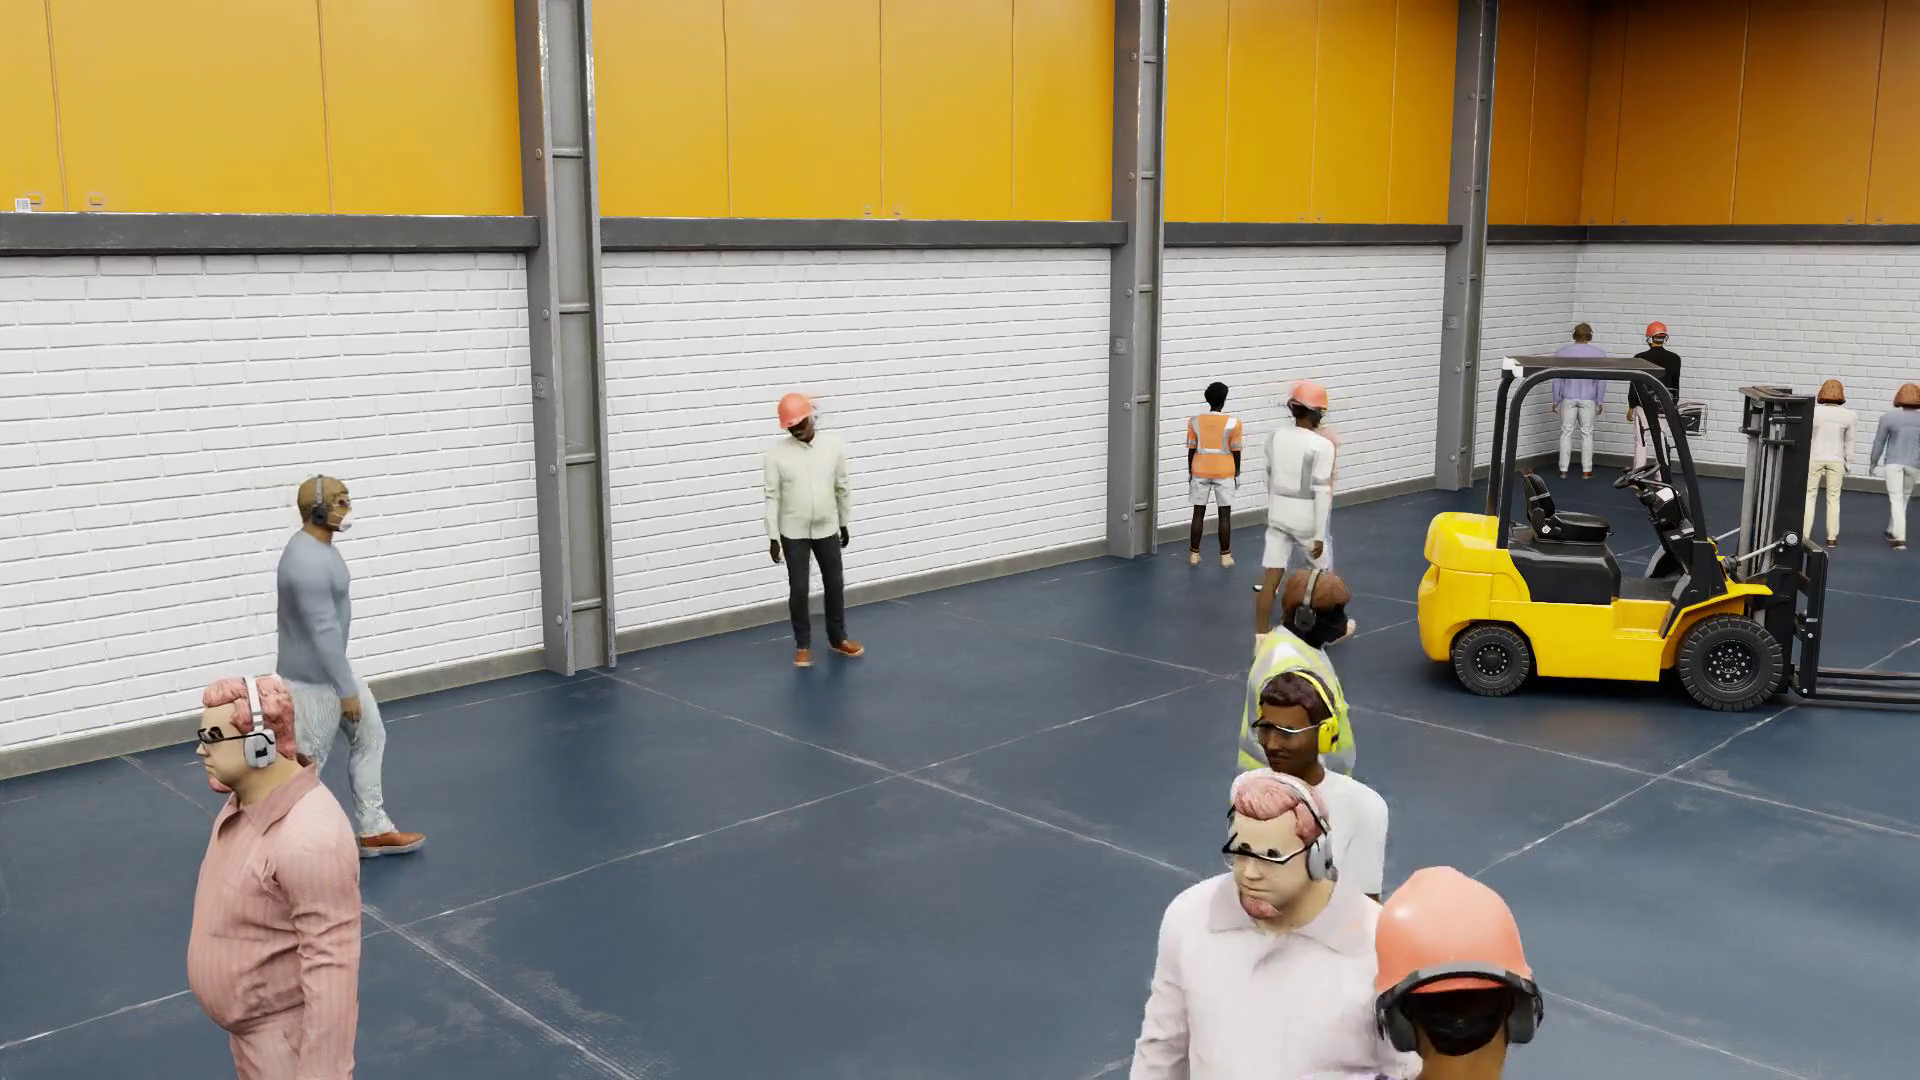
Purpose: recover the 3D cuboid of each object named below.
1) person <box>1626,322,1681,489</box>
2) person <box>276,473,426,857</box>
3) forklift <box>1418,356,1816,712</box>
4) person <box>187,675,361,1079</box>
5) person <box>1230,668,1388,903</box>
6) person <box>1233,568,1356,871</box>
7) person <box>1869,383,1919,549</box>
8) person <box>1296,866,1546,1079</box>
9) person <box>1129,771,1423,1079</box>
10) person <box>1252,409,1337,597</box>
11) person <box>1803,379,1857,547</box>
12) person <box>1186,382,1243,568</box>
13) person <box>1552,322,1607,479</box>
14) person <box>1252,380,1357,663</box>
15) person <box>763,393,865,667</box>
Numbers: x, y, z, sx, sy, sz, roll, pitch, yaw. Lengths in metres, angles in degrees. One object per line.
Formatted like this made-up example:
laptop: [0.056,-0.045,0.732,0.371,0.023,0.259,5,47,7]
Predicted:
person: [8.252,-1.601,19.829,0.617,1.990,0.402,-1,10,-7]
person: [-2.884,0.636,7.831,0.816,1.907,0.662,-3,11,-16]
forklift: [4.276,-0.101,11.076,2.313,2.155,1.214,2,11,13]
person: [-1.782,1.278,4.343,0.403,1.906,0.652,-8,13,-37]
person: [1.010,1.243,4.746,0.527,1.838,0.928,8,13,35]
person: [1.215,0.980,6.314,0.942,1.801,0.623,3,11,17]
person: [9.117,-0.721,16.106,0.514,1.587,0.852,2,11,12]
person: [0.828,1.534,2.668,0.639,2.000,0.715,-8,13,-37]
person: [0.616,1.431,3.572,0.683,1.872,0.866,8,13,39]
person: [2.822,-0.357,13.720,0.865,1.722,0.556,-9,13,-39]
person: [8.398,-0.745,16.146,0.494,1.624,0.279,4,11,19]
person: [2.310,-0.592,15.140,0.532,1.690,0.322,4,11,23]
person: [7.655,-1.722,20.612,0.629,1.940,0.376,5,11,24]
person: [2.441,-0.138,11.838,1.047,1.985,0.624,-9,14,-41]
person: [-1.044,-0.068,11.577,0.686,1.945,0.510,-4,11,-23]
